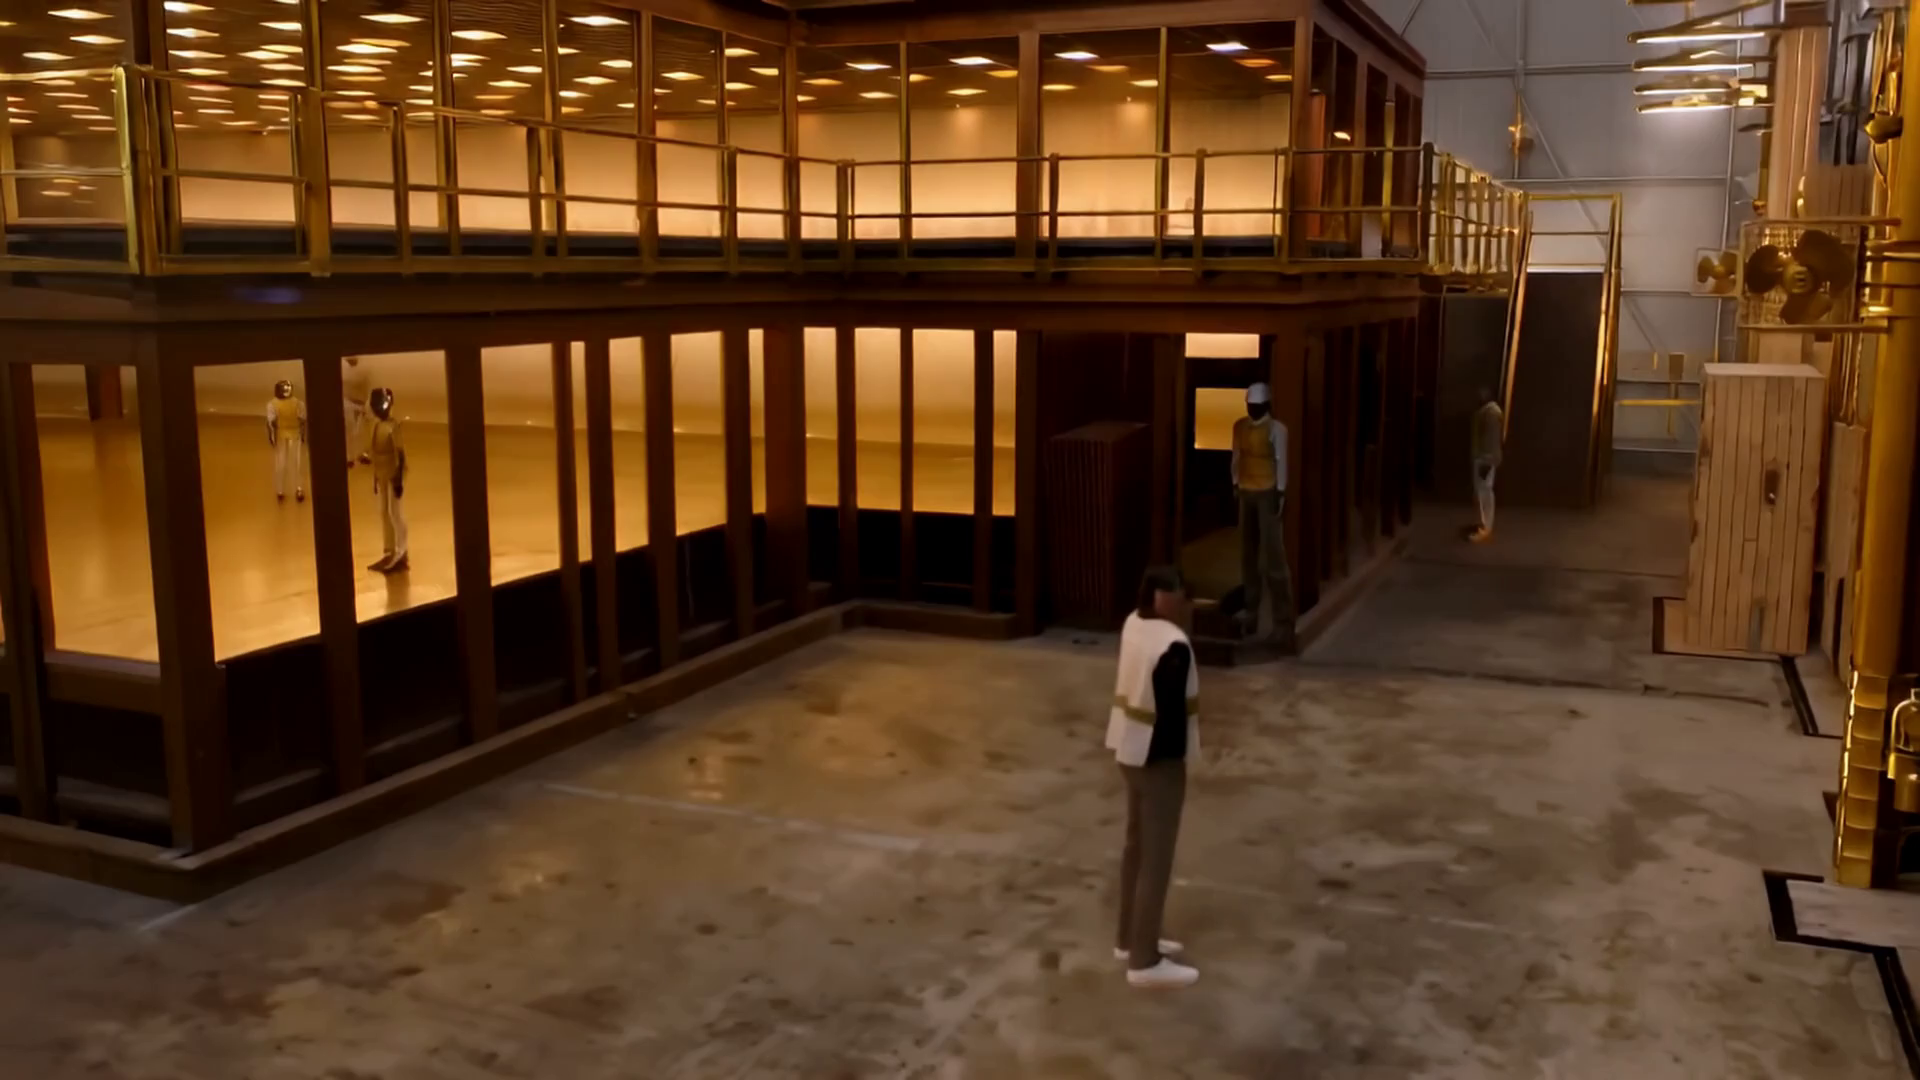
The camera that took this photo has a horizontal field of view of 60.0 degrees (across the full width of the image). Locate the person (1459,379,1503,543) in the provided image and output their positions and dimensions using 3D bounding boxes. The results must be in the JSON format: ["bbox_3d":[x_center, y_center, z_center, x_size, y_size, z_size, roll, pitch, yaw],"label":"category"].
[{"bbox_3d":[5.871,-0.886,18.738,0.429,1.842,0.629,1,9,6],"label":"person"}]

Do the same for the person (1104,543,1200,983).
[{"bbox_3d":[0.836,0.956,7.176,0.392,1.911,0.584,-2,9,-11],"label":"person"}]

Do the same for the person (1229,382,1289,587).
[{"bbox_3d":[2.886,-0.540,16.163,0.612,1.986,0.407,8,12,41],"label":"person"}]
